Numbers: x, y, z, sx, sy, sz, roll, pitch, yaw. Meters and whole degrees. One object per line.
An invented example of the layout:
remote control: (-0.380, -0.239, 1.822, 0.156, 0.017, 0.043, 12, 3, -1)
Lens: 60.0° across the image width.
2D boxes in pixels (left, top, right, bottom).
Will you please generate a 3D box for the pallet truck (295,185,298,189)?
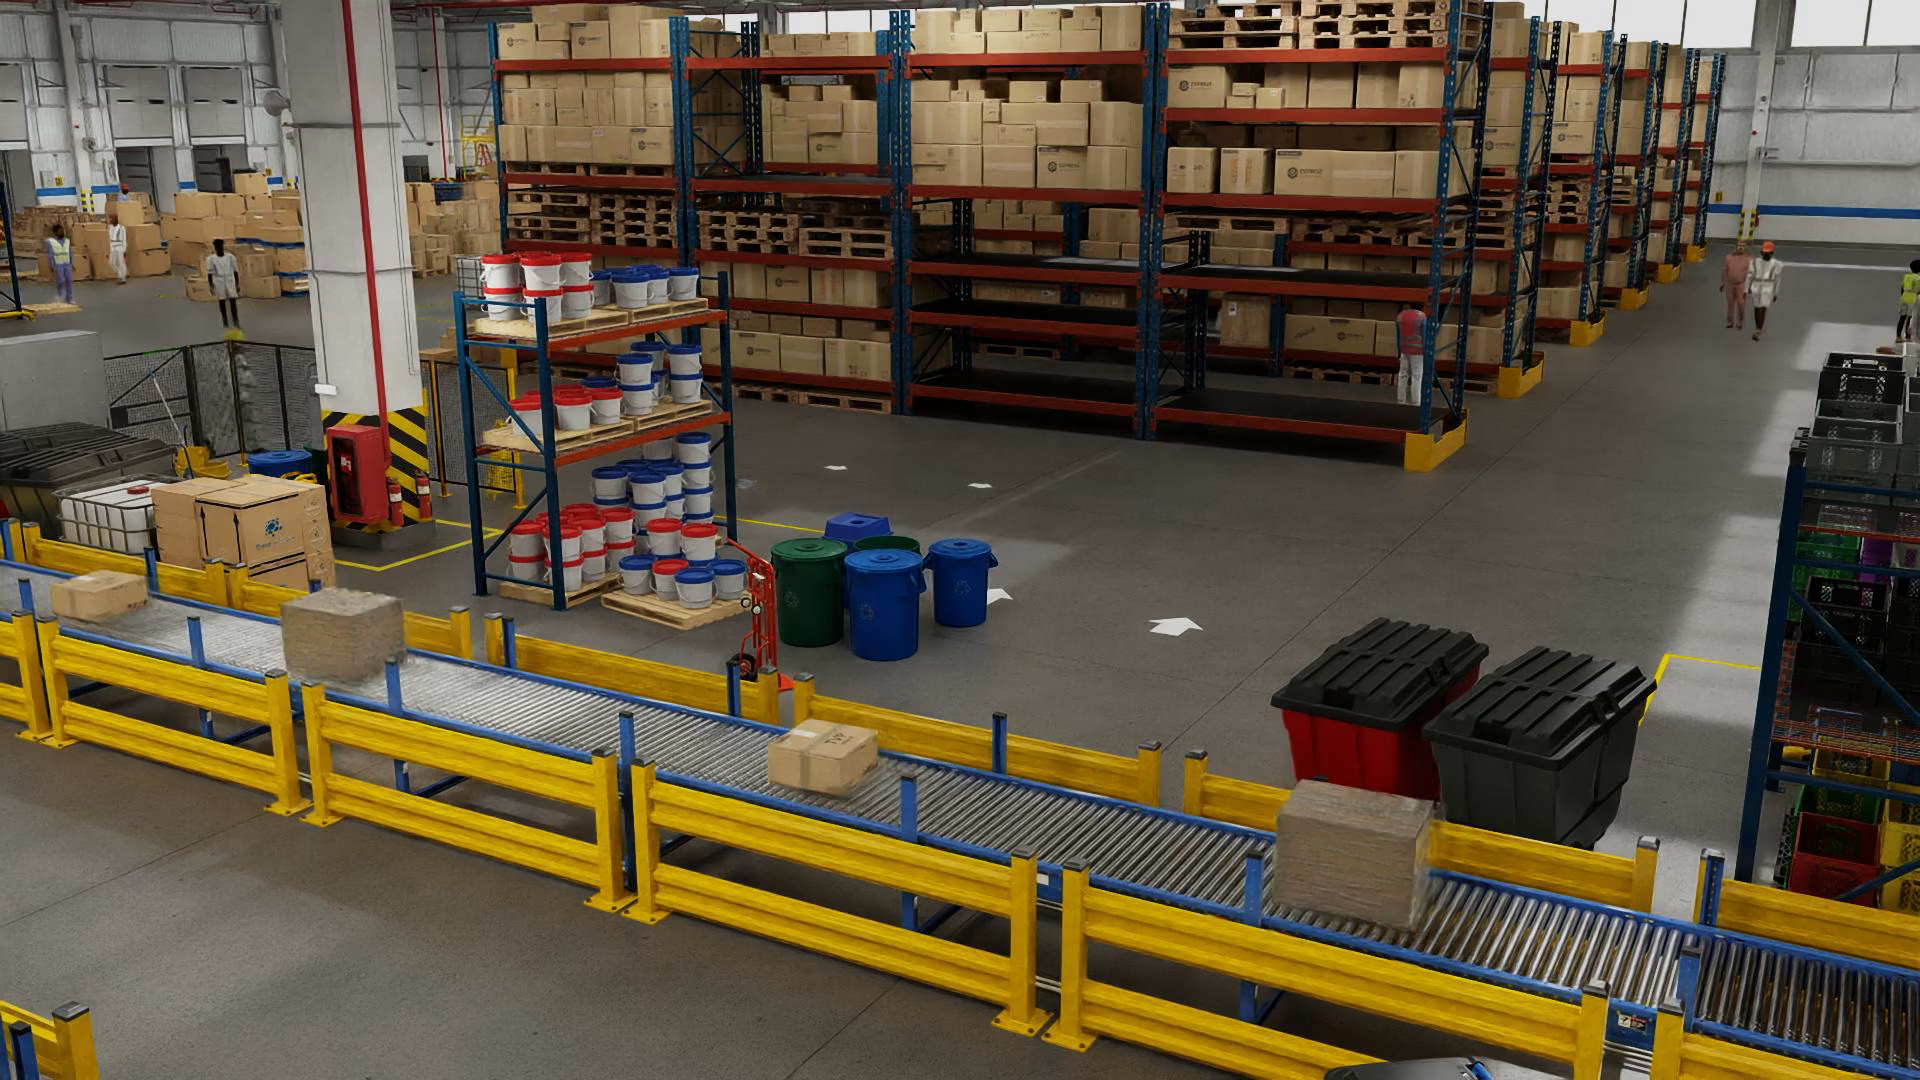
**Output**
pallet truck: (-26.804, -14.617, 69.738, 1.885, 1.965, 0.823, -14, 20, -42)

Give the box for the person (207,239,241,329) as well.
person: (-15.639, -5.435, 35.369, 0.634, 1.908, 0.995, -8, 17, -27)

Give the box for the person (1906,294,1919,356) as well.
person: (17.167, -3.799, 29.500, 0.621, 1.777, 0.860, -10, 18, -32)

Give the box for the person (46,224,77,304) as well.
person: (-21.373, -6.552, 39.599, 0.453, 1.905, 0.629, 8, 17, 26)

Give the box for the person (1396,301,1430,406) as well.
person: (7.150, -2.953, 26.183, 0.429, 1.846, 0.633, -11, 18, -35)

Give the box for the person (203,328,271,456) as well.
person: (-9.945, -1.999, 22.697, 0.802, 1.799, 0.589, -3, 15, -12)

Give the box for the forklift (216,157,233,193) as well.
forklift: (-25.124, -11.701, 57.087, 1.873, 2.768, 1.129, -6, 16, -21)

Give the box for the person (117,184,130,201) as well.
person: (-28.821, -11.338, 57.529, 0.373, 1.934, 0.552, 2, 15, 6)

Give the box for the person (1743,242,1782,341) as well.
person: (16.342, -5.070, 33.890, 0.614, 1.992, 1.070, 12, 19, 38)

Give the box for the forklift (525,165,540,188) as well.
forklift: (-16.455, -13.596, 64.211, 1.873, 2.768, 1.129, 1, 15, 2)

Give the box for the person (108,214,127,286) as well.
person: (-22.124, -7.617, 43.659, 0.602, 1.872, 0.412, 6, 16, 22)

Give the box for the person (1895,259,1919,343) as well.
person: (19.020, -4.759, 33.258, 0.315, 1.696, 0.540, -3, 15, -10)

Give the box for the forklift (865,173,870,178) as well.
forklift: (-3.236, -13.631, 64.343, 1.129, 2.768, 1.873, -3, 15, -11)

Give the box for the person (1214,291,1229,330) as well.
person: (5.505, -4.883, 33.942, 0.860, 1.591, 0.510, 11, 18, 36)

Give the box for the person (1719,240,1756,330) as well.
person: (16.535, -5.440, 35.437, 0.640, 1.890, 0.652, 11, 19, 36)

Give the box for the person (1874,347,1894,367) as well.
person: (12.310, -1.761, 22.143, 0.525, 1.618, 0.502, 11, 18, 36)
